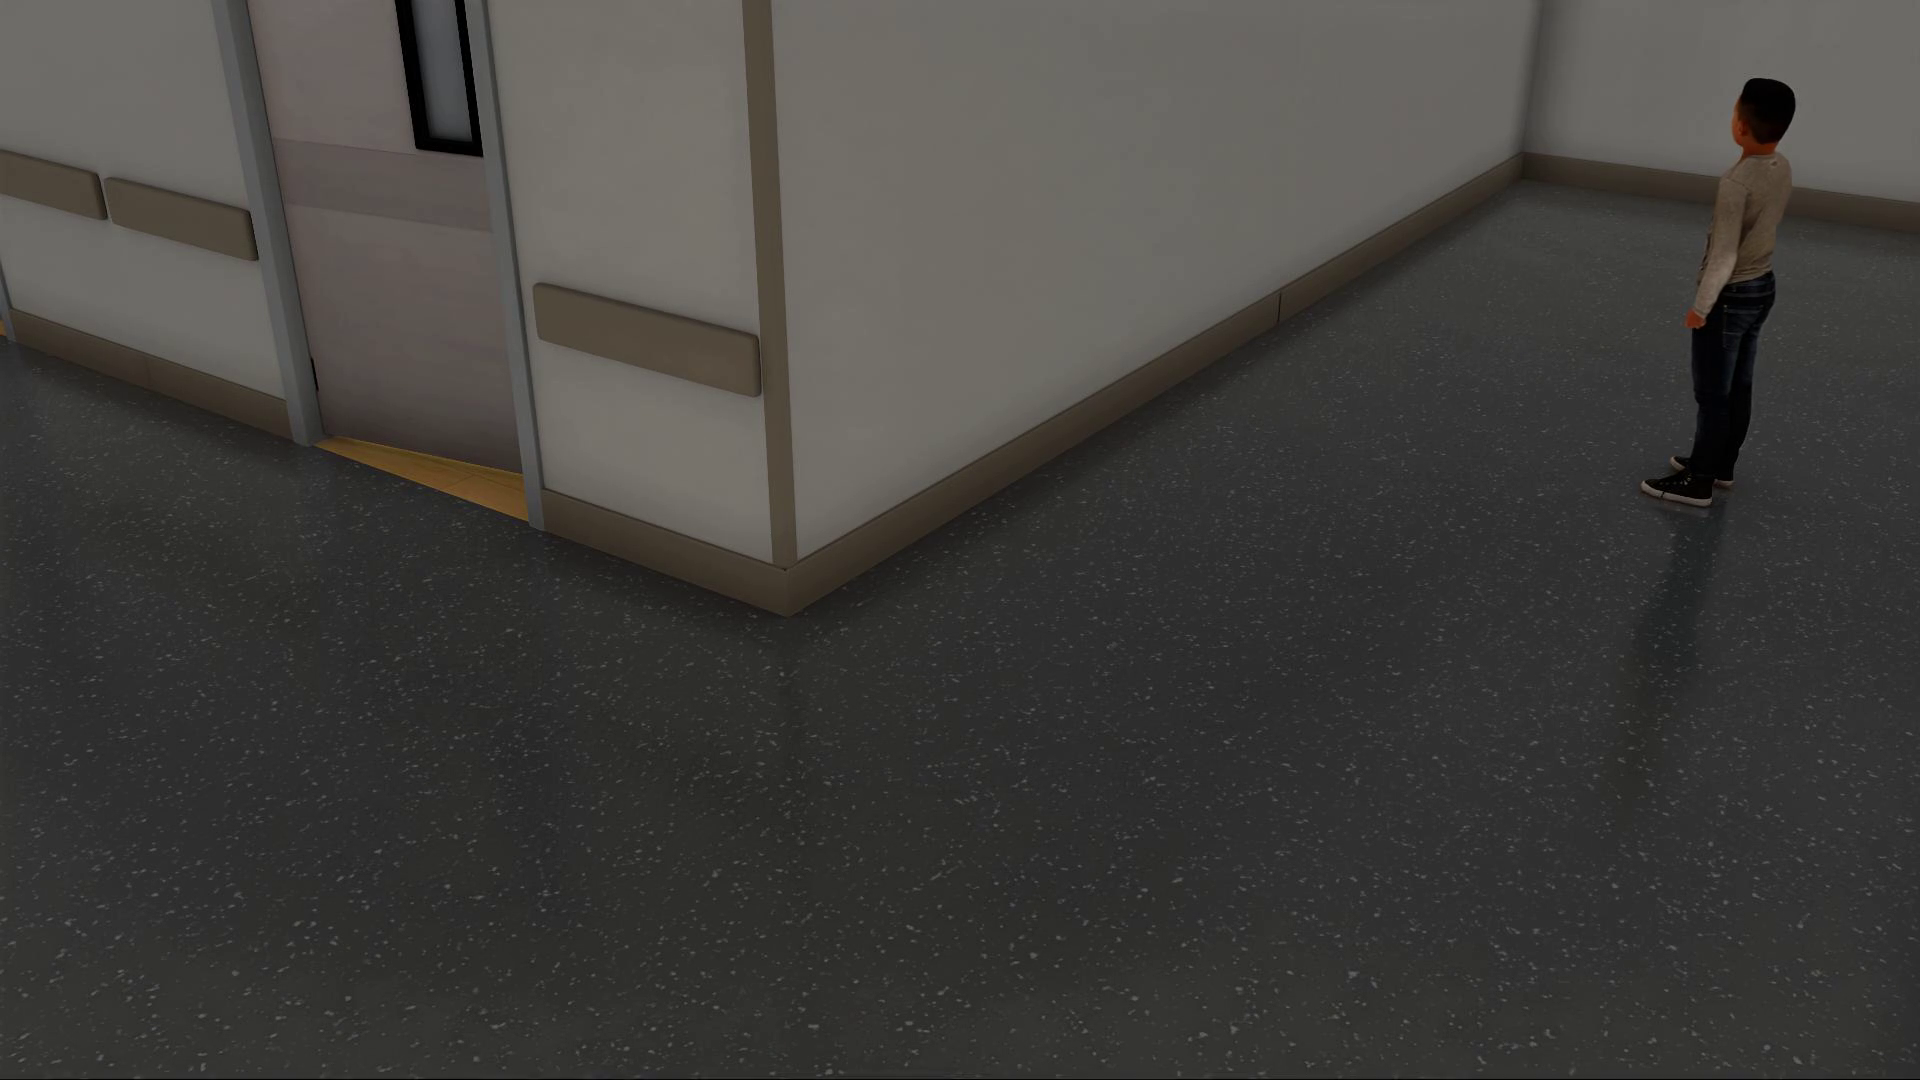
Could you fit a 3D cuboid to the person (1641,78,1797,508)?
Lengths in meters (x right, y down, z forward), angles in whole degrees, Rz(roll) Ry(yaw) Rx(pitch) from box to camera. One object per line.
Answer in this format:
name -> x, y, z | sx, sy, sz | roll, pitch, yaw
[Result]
person -> 2.662, -0.838, 5.721 | 0.502, 1.463, 0.649 | -23, 34, -38
